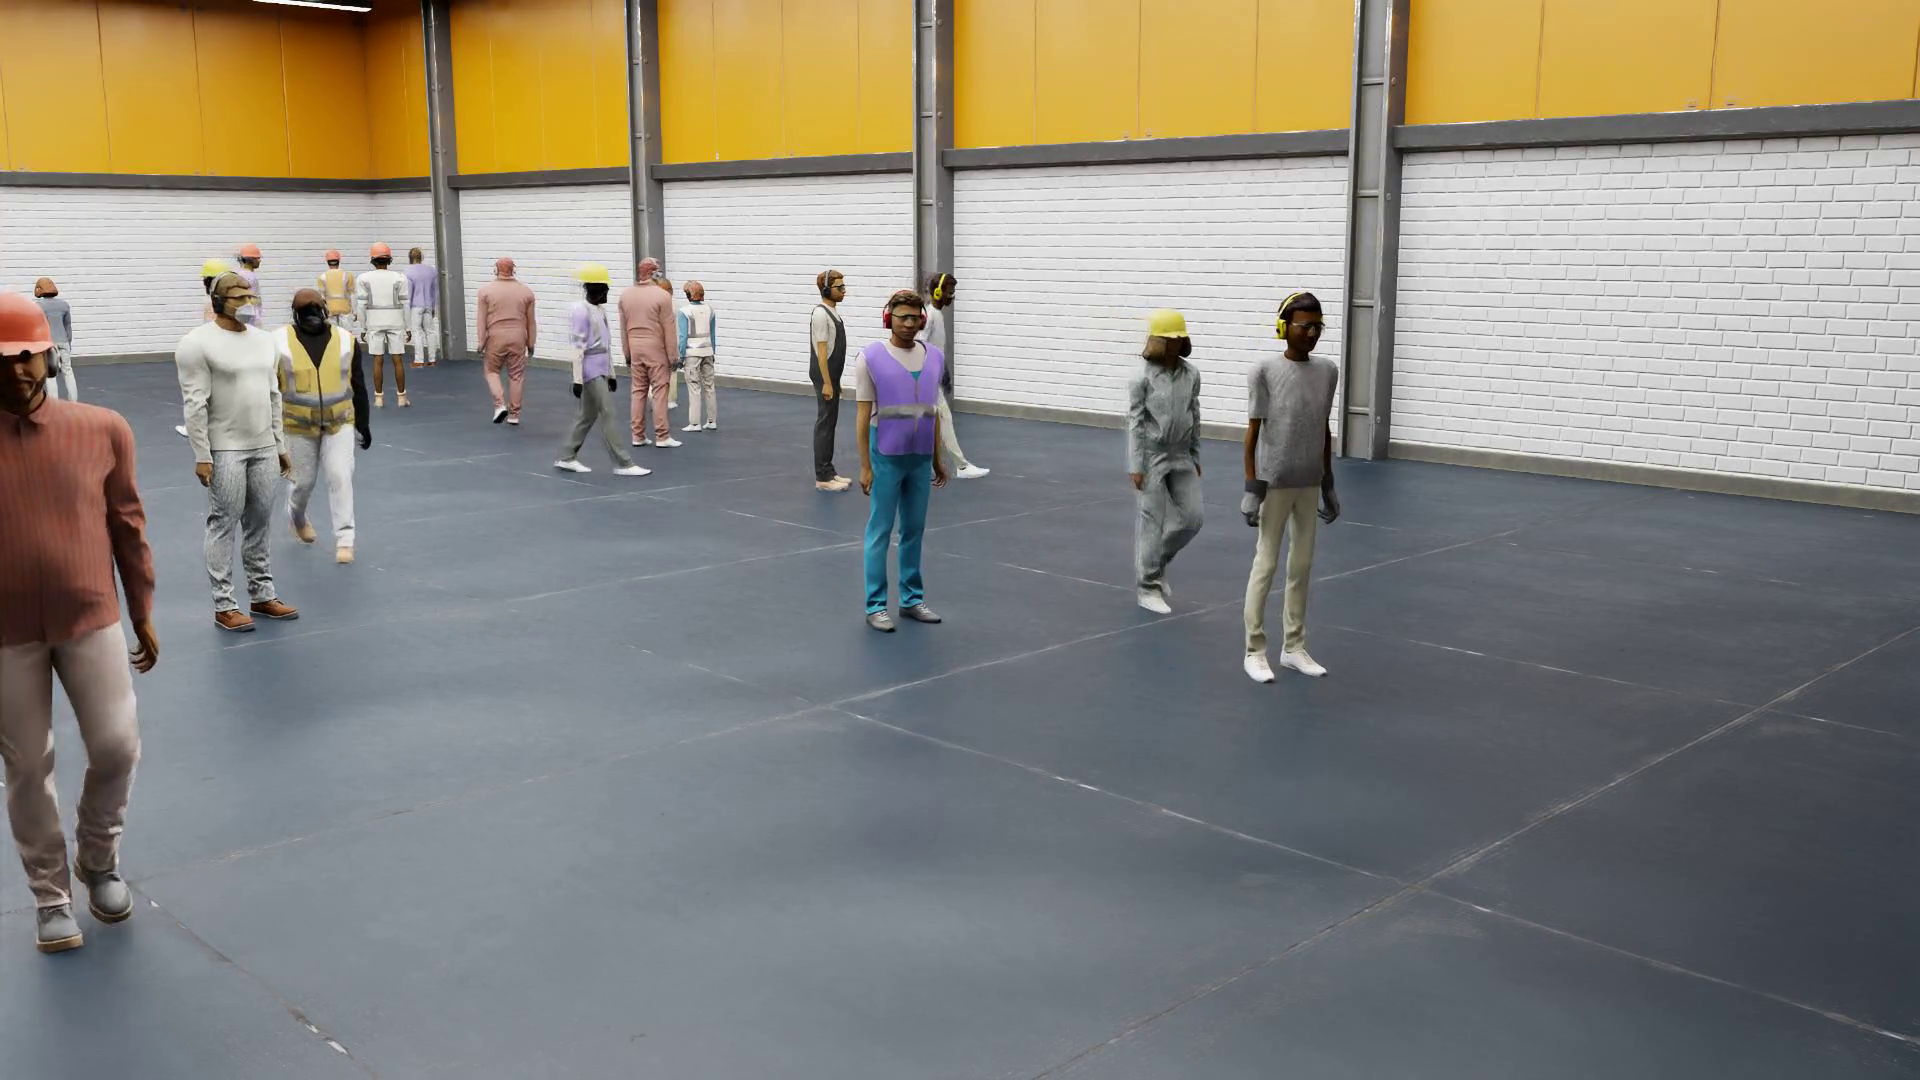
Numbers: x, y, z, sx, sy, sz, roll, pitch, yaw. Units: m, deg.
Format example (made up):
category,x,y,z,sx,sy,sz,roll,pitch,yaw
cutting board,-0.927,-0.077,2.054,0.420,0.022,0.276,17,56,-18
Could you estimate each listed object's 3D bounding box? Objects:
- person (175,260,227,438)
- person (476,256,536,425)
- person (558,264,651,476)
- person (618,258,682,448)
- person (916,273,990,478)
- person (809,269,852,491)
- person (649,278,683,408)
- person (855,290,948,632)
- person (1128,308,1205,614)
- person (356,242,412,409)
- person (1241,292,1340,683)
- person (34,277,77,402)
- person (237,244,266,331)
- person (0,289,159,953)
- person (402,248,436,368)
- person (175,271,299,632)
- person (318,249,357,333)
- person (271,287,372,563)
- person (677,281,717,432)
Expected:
category,x,y,z,sx,sy,sz,roll,pitch,yaw
person,-7.607,-1.928,17.098,1.006,1.873,0.610,2,11,10
person,-5.089,-2.226,18.674,0.681,1.894,0.427,-6,12,-28
person,-3.228,-1.507,14.806,0.900,1.886,0.603,1,10,5
person,-3.100,-1.877,16.750,0.651,1.904,0.403,5,12,27
person,-0.263,-1.430,14.630,1.010,1.802,0.589,1,10,4
person,-1.087,-1.337,13.966,0.345,1.847,0.504,1,10,4
person,-3.627,-2.386,20.333,0.503,1.614,0.673,1,10,3
person,-0.327,-0.437,9.064,0.566,1.841,0.381,-8,13,-38
person,1.156,-0.445,9.419,0.503,1.728,0.398,-6,12,-29
person,-7.100,-2.645,20.551,0.615,2.045,0.365,-3,11,-16
person,1.593,-0.250,7.990,0.533,1.864,0.310,-4,11,-22
person,-11.020,-2.368,20.200,0.288,1.626,0.498,6,12,29
person,-9.559,-3.030,22.766,0.983,2.000,0.635,-7,13,-35
person,-2.717,0.255,4.922,0.646,1.973,0.448,-7,13,-35
person,-8.684,-3.720,26.764,0.363,1.935,0.675,6,12,32
person,-3.917,-0.485,9.066,0.373,1.940,0.629,5,11,24
person,-9.899,-3.661,26.444,0.561,1.917,0.607,-2,11,-12
person,-4.275,-0.777,11.047,0.661,1.808,0.801,-5,12,-26
person,-2.862,-1.994,18.113,0.312,1.639,0.518,9,13,39
